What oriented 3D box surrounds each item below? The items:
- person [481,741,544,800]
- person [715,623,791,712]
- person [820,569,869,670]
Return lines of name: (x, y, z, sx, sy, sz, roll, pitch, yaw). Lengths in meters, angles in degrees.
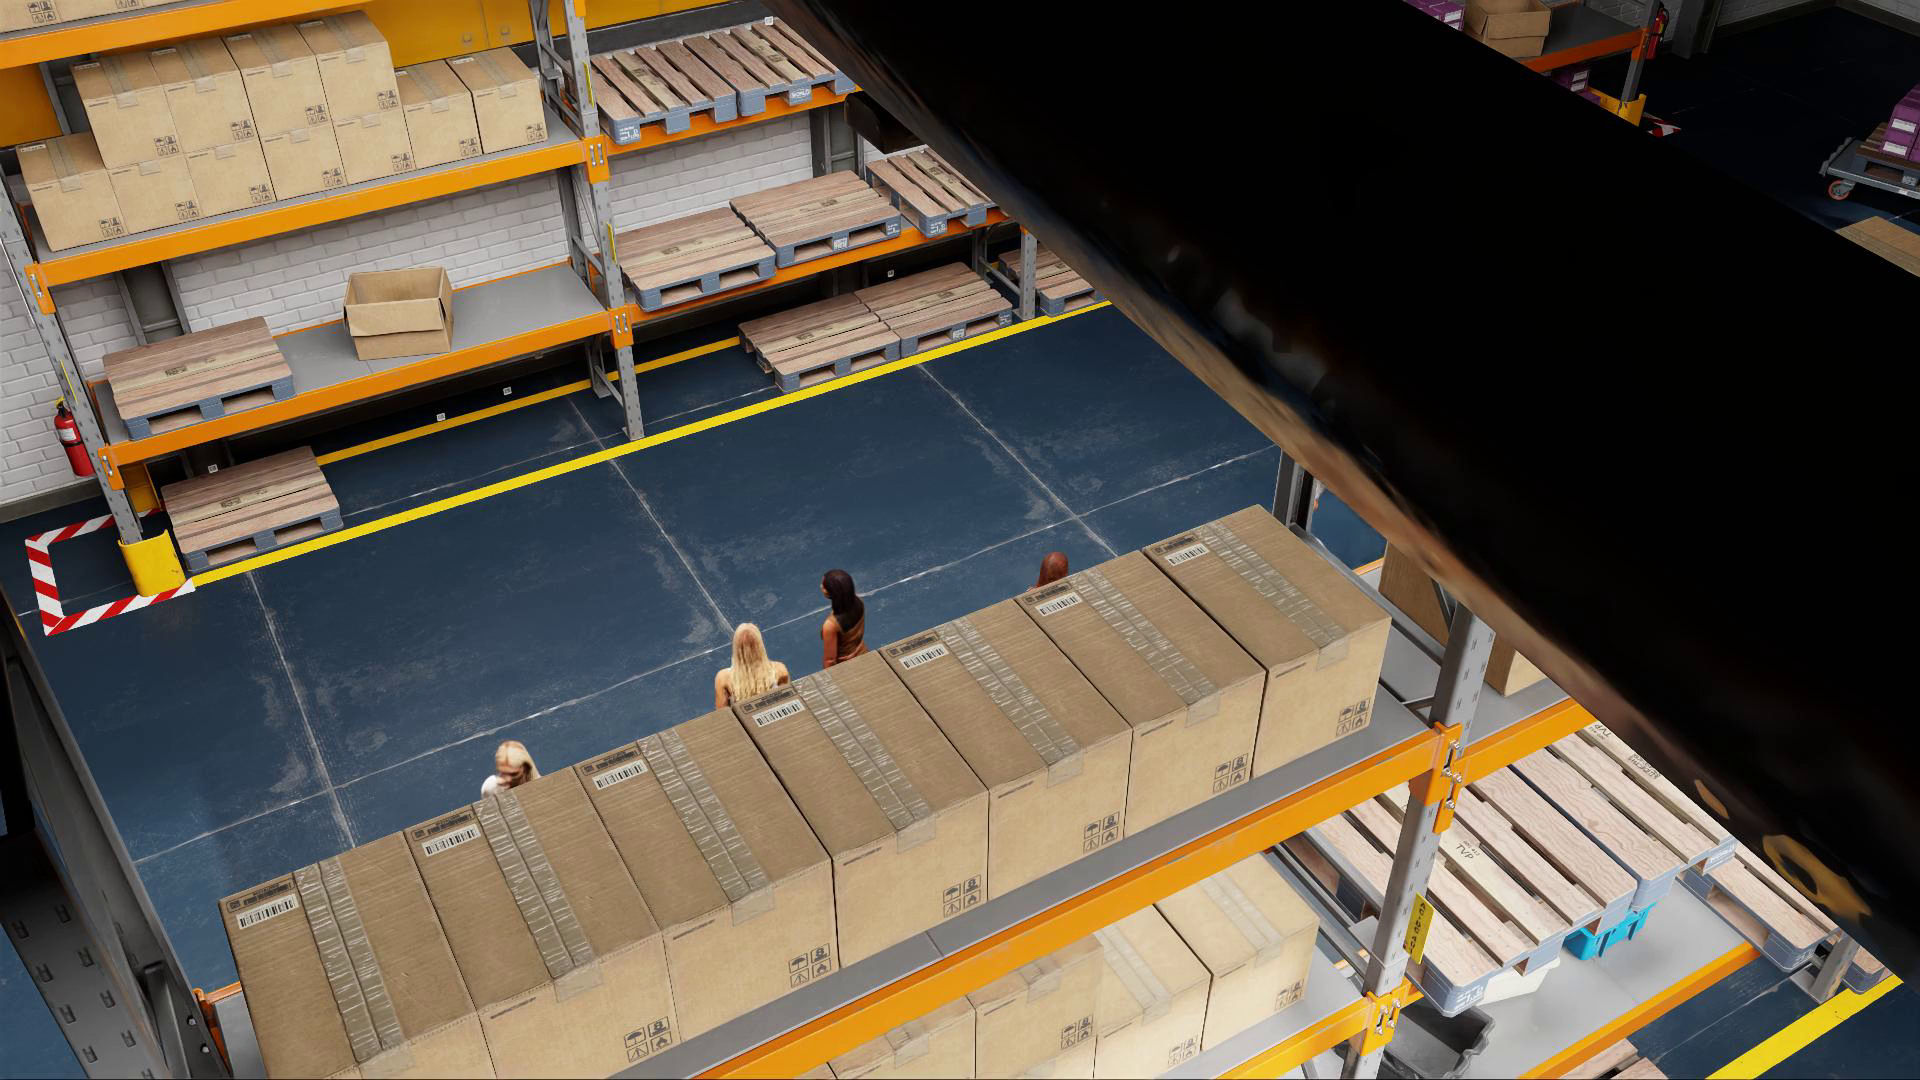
person: (-2.450, 1.835, 9.555, 0.614, 1.859, 0.742, -2, 39, -2)
person: (-1.250, 1.340, 10.259, 1.255, 1.754, 1.071, -4, 39, -5)
person: (-0.738, 0.860, 10.917, 0.705, 1.684, 0.612, 18, 42, 21)
